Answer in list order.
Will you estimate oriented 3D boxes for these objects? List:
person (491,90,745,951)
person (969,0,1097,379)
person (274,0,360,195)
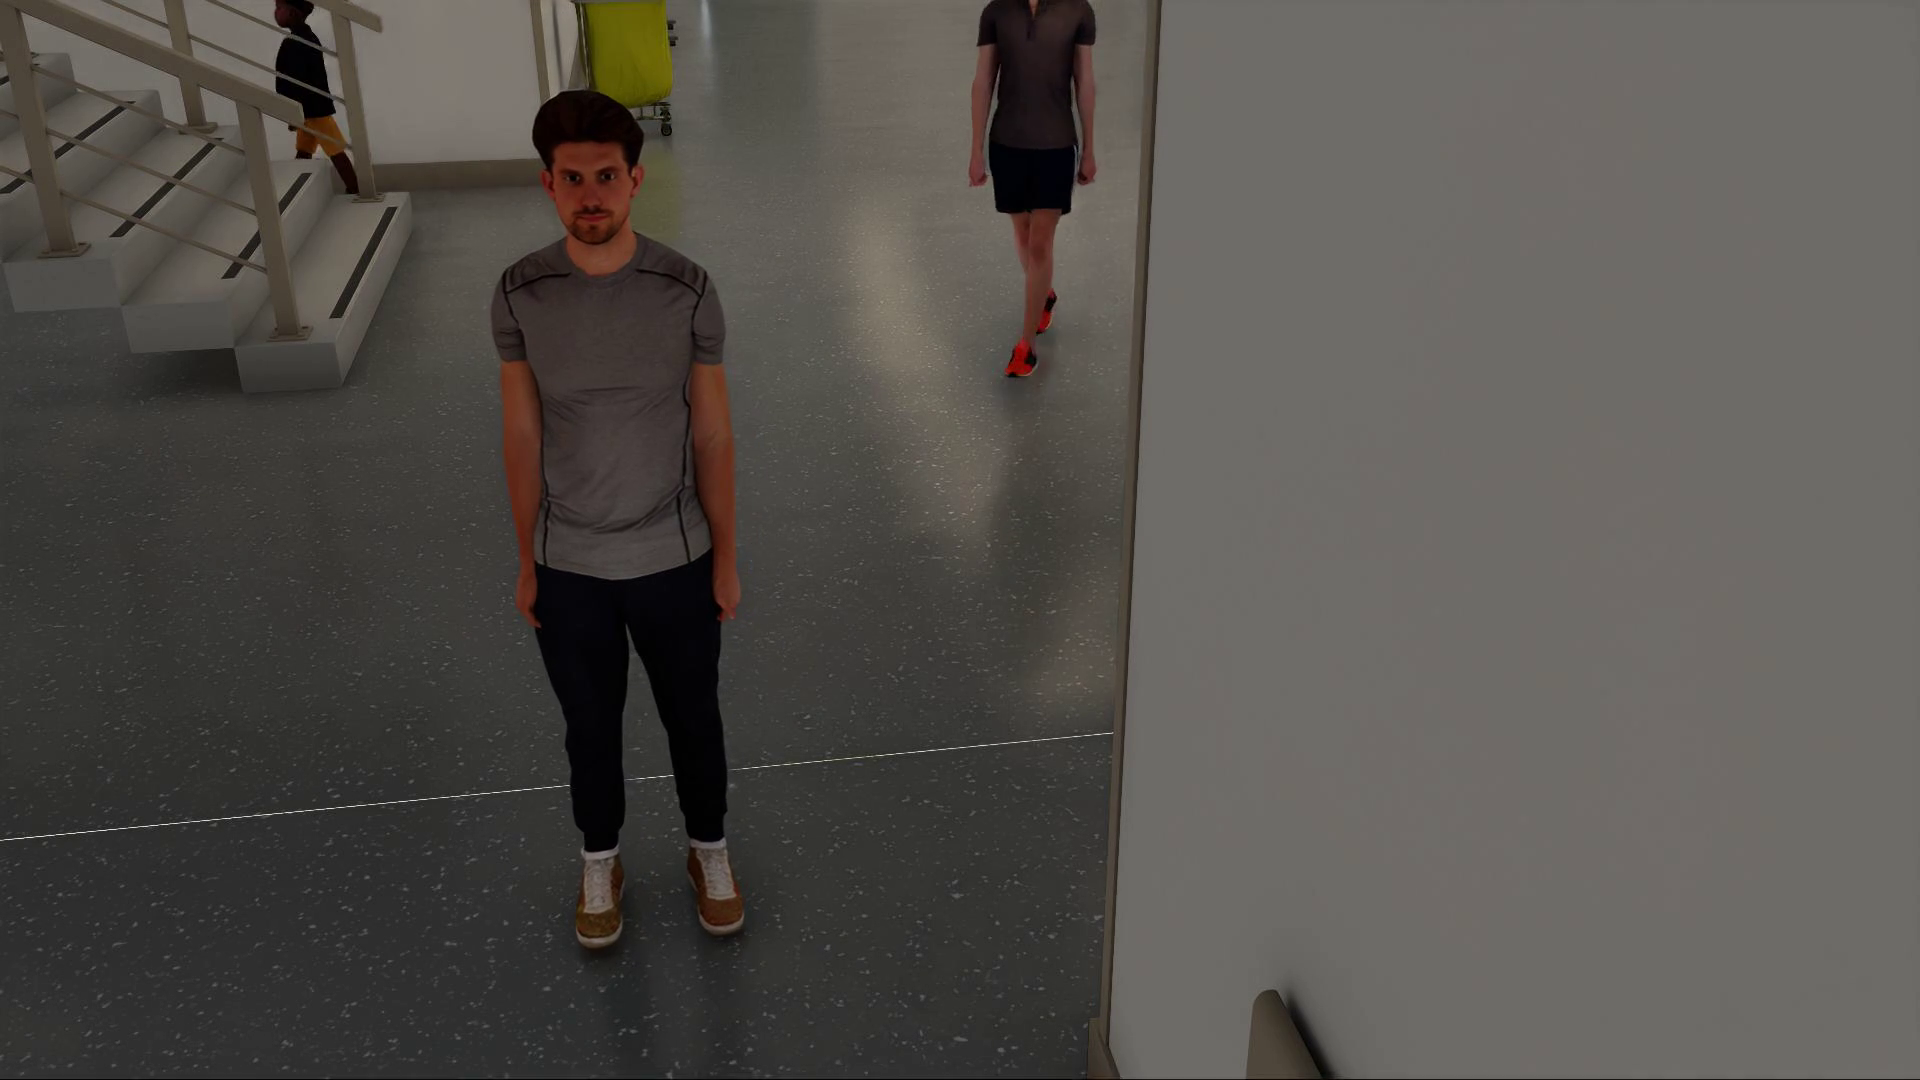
[{"bbox_3d":[-0.711,0.006,3.502,0.516,1.891,0.702,-2,26,-4],"label":"person"},{"bbox_3d":[0.325,-1.660,7.053,1.228,1.807,1.060,6,26,12],"label":"person"},{"bbox_3d":[-3.563,-2.440,9.316,0.825,1.246,0.550,-6,26,-12],"label":"person"}]
